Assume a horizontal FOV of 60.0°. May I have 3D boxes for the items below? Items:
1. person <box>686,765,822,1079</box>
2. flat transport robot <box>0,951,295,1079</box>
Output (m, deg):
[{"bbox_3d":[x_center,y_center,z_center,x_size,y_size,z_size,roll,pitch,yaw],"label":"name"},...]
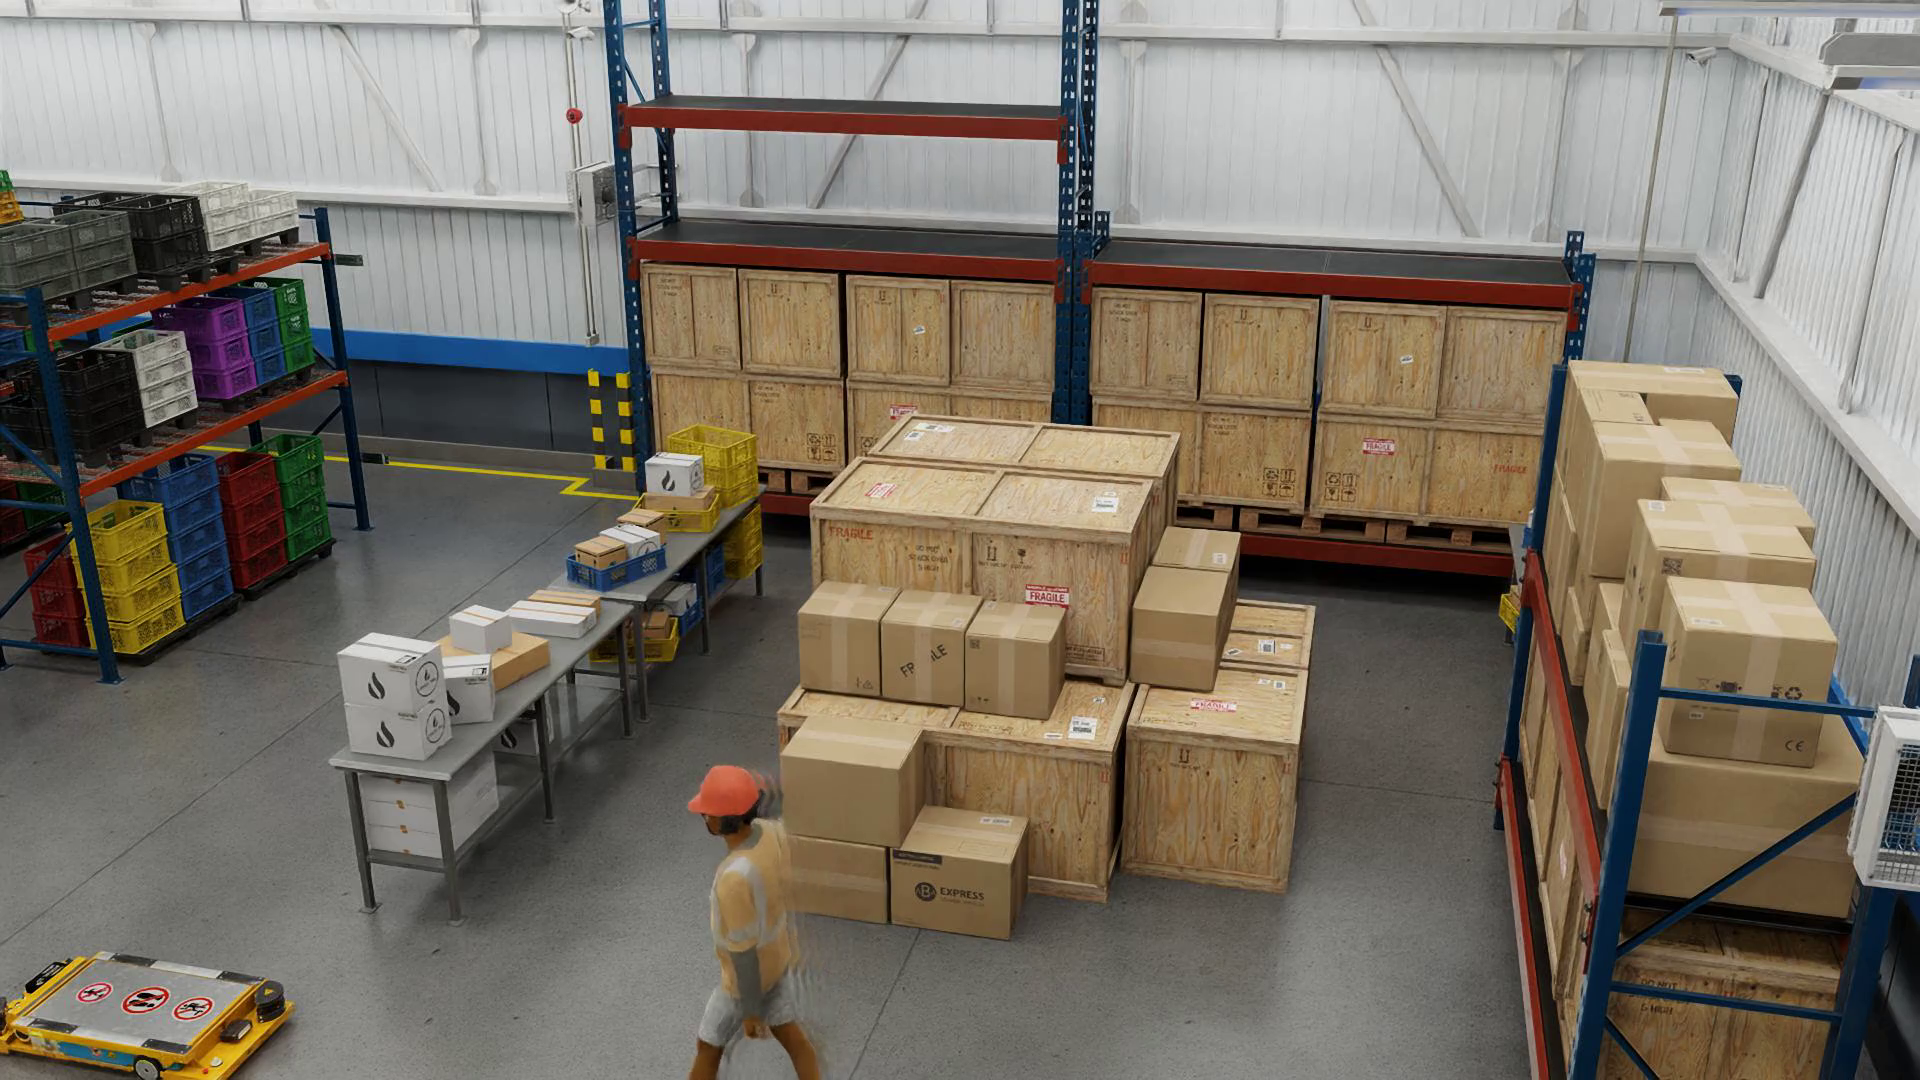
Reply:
[{"bbox_3d":[-1.056,1.918,7.604,1.048,1.987,0.631,5,21,12],"label":"person"},{"bbox_3d":[-4.270,2.464,8.601,1.431,0.231,0.659,5,22,13],"label":"flat transport robot"}]
